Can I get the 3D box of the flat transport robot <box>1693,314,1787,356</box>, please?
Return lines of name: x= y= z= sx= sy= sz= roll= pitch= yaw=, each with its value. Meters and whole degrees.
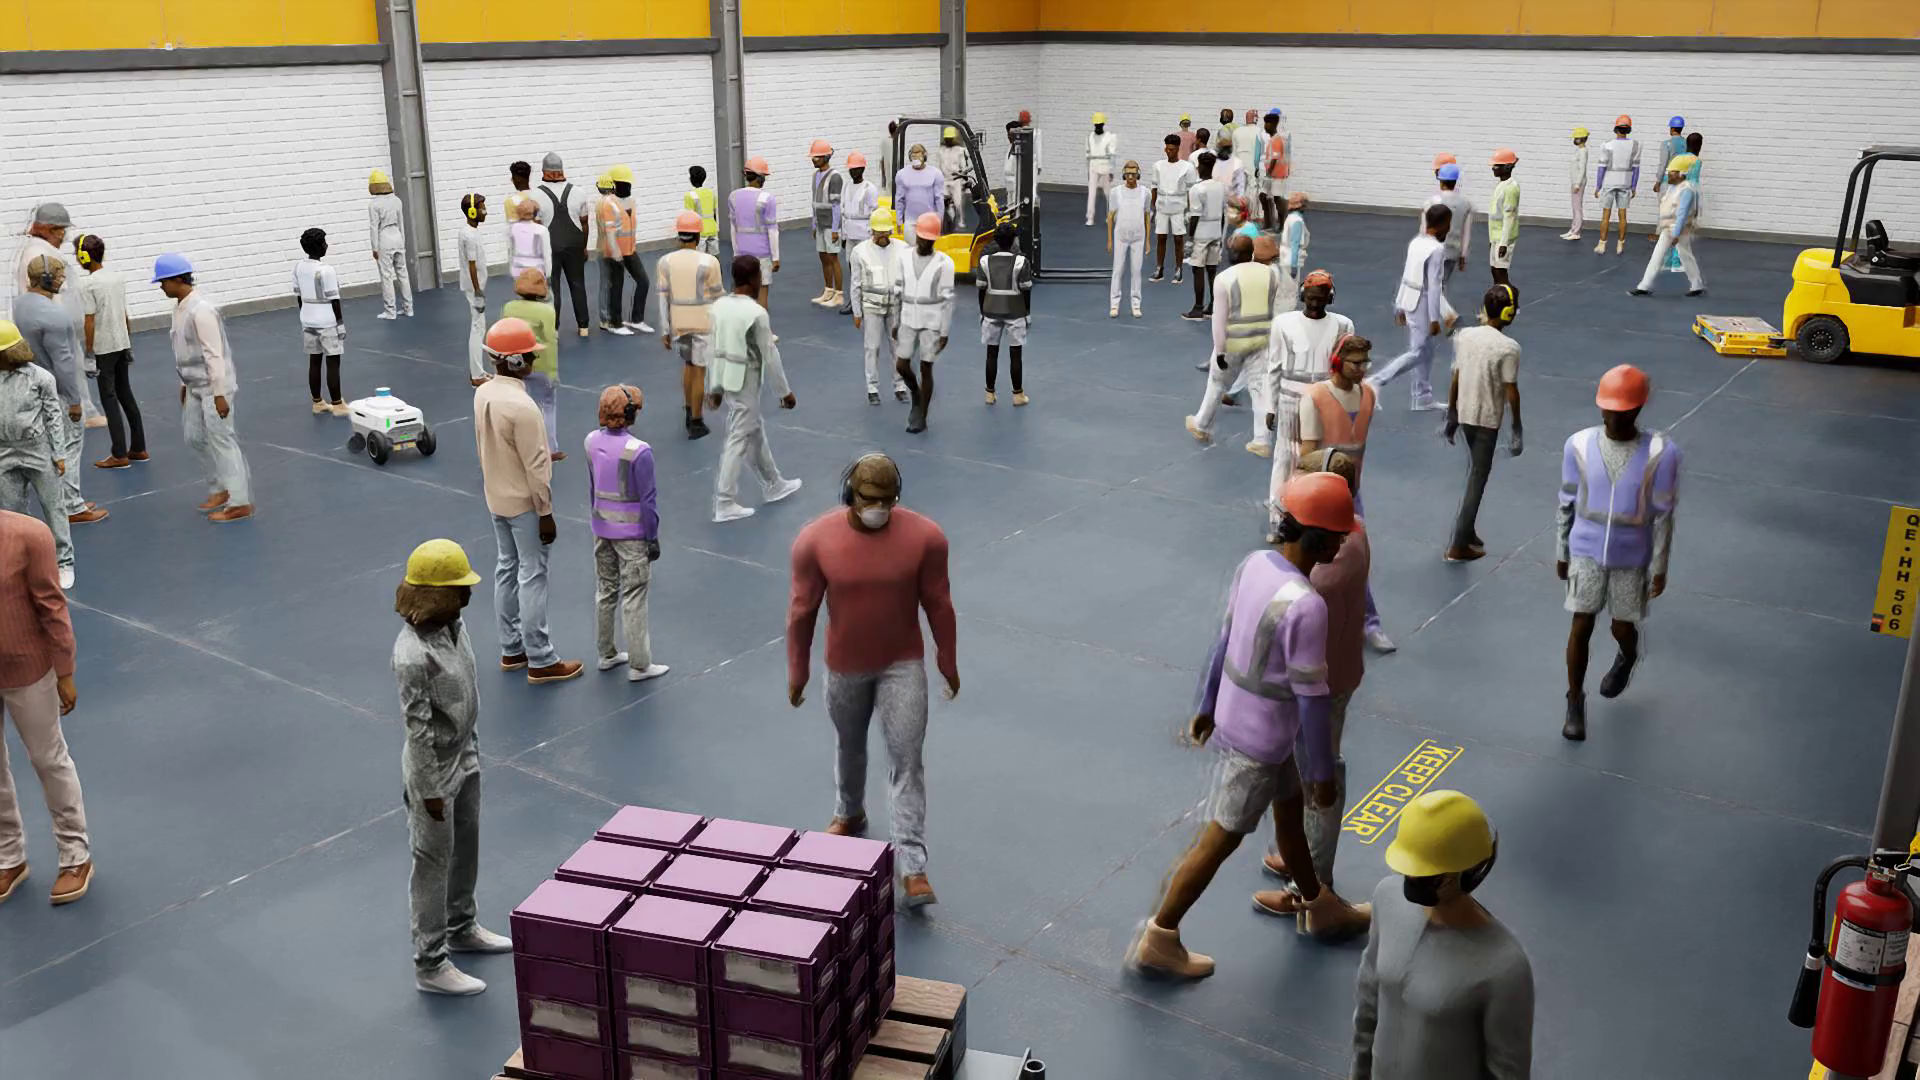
flat transport robot: x=8.499 y=-2.248 z=18.148 sx=0.652 sy=0.197 sz=1.431 roll=4 pitch=18 yaw=11

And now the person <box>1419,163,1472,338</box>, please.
person: x=5.358 y=-3.161 z=18.316 sx=0.604 sy=1.933 sz=0.707 roll=-7 pitch=19 yaw=-21

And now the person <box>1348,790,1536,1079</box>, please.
person: x=1.174 y=1.433 z=4.222 sx=0.331 sy=1.765 sz=0.533 roll=-10 pitch=20 yaw=-28

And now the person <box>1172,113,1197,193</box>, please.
person: x=3.993 y=-6.728 z=29.767 sx=0.532 sy=1.757 sz=0.336 roll=-2 pitch=18 yaw=-7

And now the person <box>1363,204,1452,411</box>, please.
person: x=4.095 y=-2.082 z=15.016 sx=0.741 sy=1.890 sz=0.618 roll=-1 pitch=18 yaw=-2

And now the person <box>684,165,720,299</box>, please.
person: x=-3.224 y=-3.827 z=20.808 sx=0.325 sy=1.686 sz=0.547 roll=11 pitch=21 yaw=32

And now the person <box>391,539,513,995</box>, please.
person: x=-1.881 y=0.829 z=6.164 sx=0.321 sy=1.737 sz=0.488 roll=2 pitch=18 yaw=7

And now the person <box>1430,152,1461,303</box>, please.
person: x=5.737 y=-3.638 z=19.823 sx=0.388 sy=1.929 sz=0.544 roll=2 pitch=18 yaw=6

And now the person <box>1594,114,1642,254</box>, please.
person: x=9.800 y=-5.302 z=24.839 sx=0.605 sy=2.044 sz=0.374 roll=3 pitch=18 yaw=8

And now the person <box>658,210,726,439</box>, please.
person: x=-2.239 y=-1.850 z=14.246 sx=0.554 sy=1.918 sz=0.649 roll=6 pitch=19 yaw=18

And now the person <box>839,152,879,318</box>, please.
person: x=-1.218 y=-3.616 z=19.735 sx=0.552 sy=1.936 sz=0.362 roll=16 pitch=23 yaw=40

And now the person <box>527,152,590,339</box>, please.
person: x=-4.467 y=-3.269 z=18.482 sx=0.672 sy=2.000 sz=0.536 roll=-9 pitch=20 yaw=-25

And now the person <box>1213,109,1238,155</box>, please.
person: x=4.726 y=-6.758 z=29.719 sx=0.429 sy=1.844 sz=0.626 roll=9 pitch=20 yaw=26

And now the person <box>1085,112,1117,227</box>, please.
person: x=2.397 y=-6.305 z=28.234 sx=0.588 sy=1.891 sz=0.969 roll=8 pitch=19 yaw=23

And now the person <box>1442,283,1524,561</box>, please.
person: x=3.478 y=-0.768 z=10.973 sx=0.585 sy=1.845 sz=0.554 roll=-9 pitch=20 yaw=-27

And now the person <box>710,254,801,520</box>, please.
person: x=-1.443 y=-1.108 z=11.980 sx=0.889 sy=1.884 sz=0.592 roll=-12 pitch=22 yaw=-34

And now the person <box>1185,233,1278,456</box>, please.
person: x=2.291 y=-1.638 z=13.785 sx=0.646 sy=1.792 sz=0.960 roll=-7 pitch=19 yaw=-22

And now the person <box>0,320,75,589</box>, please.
person: x=-5.846 y=-0.520 z=10.380 sx=0.483 sy=1.734 sz=0.319 roll=-2 pitch=18 yaw=-6

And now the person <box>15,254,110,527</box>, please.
person: x=-6.354 y=-1.044 z=11.713 sx=0.634 sy=1.928 sz=0.381 roll=16 pitch=24 yaw=40

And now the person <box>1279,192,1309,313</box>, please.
person: x=3.703 y=-3.041 z=18.477 sx=0.320 sy=1.607 sz=0.616 roll=1 pitch=18 yaw=3

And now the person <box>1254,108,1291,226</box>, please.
person: x=5.283 y=-6.303 z=28.125 sx=0.615 sy=1.942 sz=0.408 roll=5 pitch=18 yaw=16

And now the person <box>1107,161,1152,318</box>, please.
person: x=2.002 y=-3.553 z=19.687 sx=0.517 sy=1.843 sz=0.325 roll=0 pitch=18 yaw=0

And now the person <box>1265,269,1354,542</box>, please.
person: x=2.364 y=-0.903 z=11.332 sx=0.572 sy=1.887 sz=0.355 roll=1 pitch=18 yaw=3

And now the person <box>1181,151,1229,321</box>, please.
person: x=2.853 y=-3.555 z=19.509 sx=0.657 sy=1.965 sz=0.367 roll=-15 pitch=23 yaw=-39

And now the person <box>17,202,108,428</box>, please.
person: x=-7.980 y=-1.940 z=14.324 sx=0.927 sy=2.000 sz=0.695 roll=-10 pitch=20 yaw=-29

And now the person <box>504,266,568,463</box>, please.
person: x=-3.440 y=-1.343 z=13.167 sx=0.512 sy=1.609 sz=0.686 roll=8 pitch=19 yaw=24

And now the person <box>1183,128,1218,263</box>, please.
person: x=3.470 y=-4.938 z=23.901 sx=0.591 sy=1.919 sz=0.392 roll=-16 pitch=24 yaw=-41

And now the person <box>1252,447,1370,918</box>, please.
person: x=1.412 y=0.574 z=6.628 sx=0.372 sy=1.940 sz=0.631 roll=6 pitch=19 yaw=18

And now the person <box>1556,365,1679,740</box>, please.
person: x=3.281 y=0.032 z=8.348 sx=0.567 sy=1.922 sz=0.680 roll=10 pitch=20 yaw=29

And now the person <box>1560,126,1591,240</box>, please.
person: x=9.784 y=-5.656 z=26.396 sx=0.316 sy=1.767 sz=0.522 roll=4 pitch=18 yaw=13

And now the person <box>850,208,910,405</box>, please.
person: x=-0.710 y=-2.151 z=15.349 sx=0.602 sy=1.819 sz=0.403 roll=-6 pitch=19 yaw=-17

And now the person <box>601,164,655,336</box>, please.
person: x=-3.702 y=-3.206 z=18.500 sx=0.643 sy=1.899 sz=0.592 roll=8 pitch=20 yaw=25
